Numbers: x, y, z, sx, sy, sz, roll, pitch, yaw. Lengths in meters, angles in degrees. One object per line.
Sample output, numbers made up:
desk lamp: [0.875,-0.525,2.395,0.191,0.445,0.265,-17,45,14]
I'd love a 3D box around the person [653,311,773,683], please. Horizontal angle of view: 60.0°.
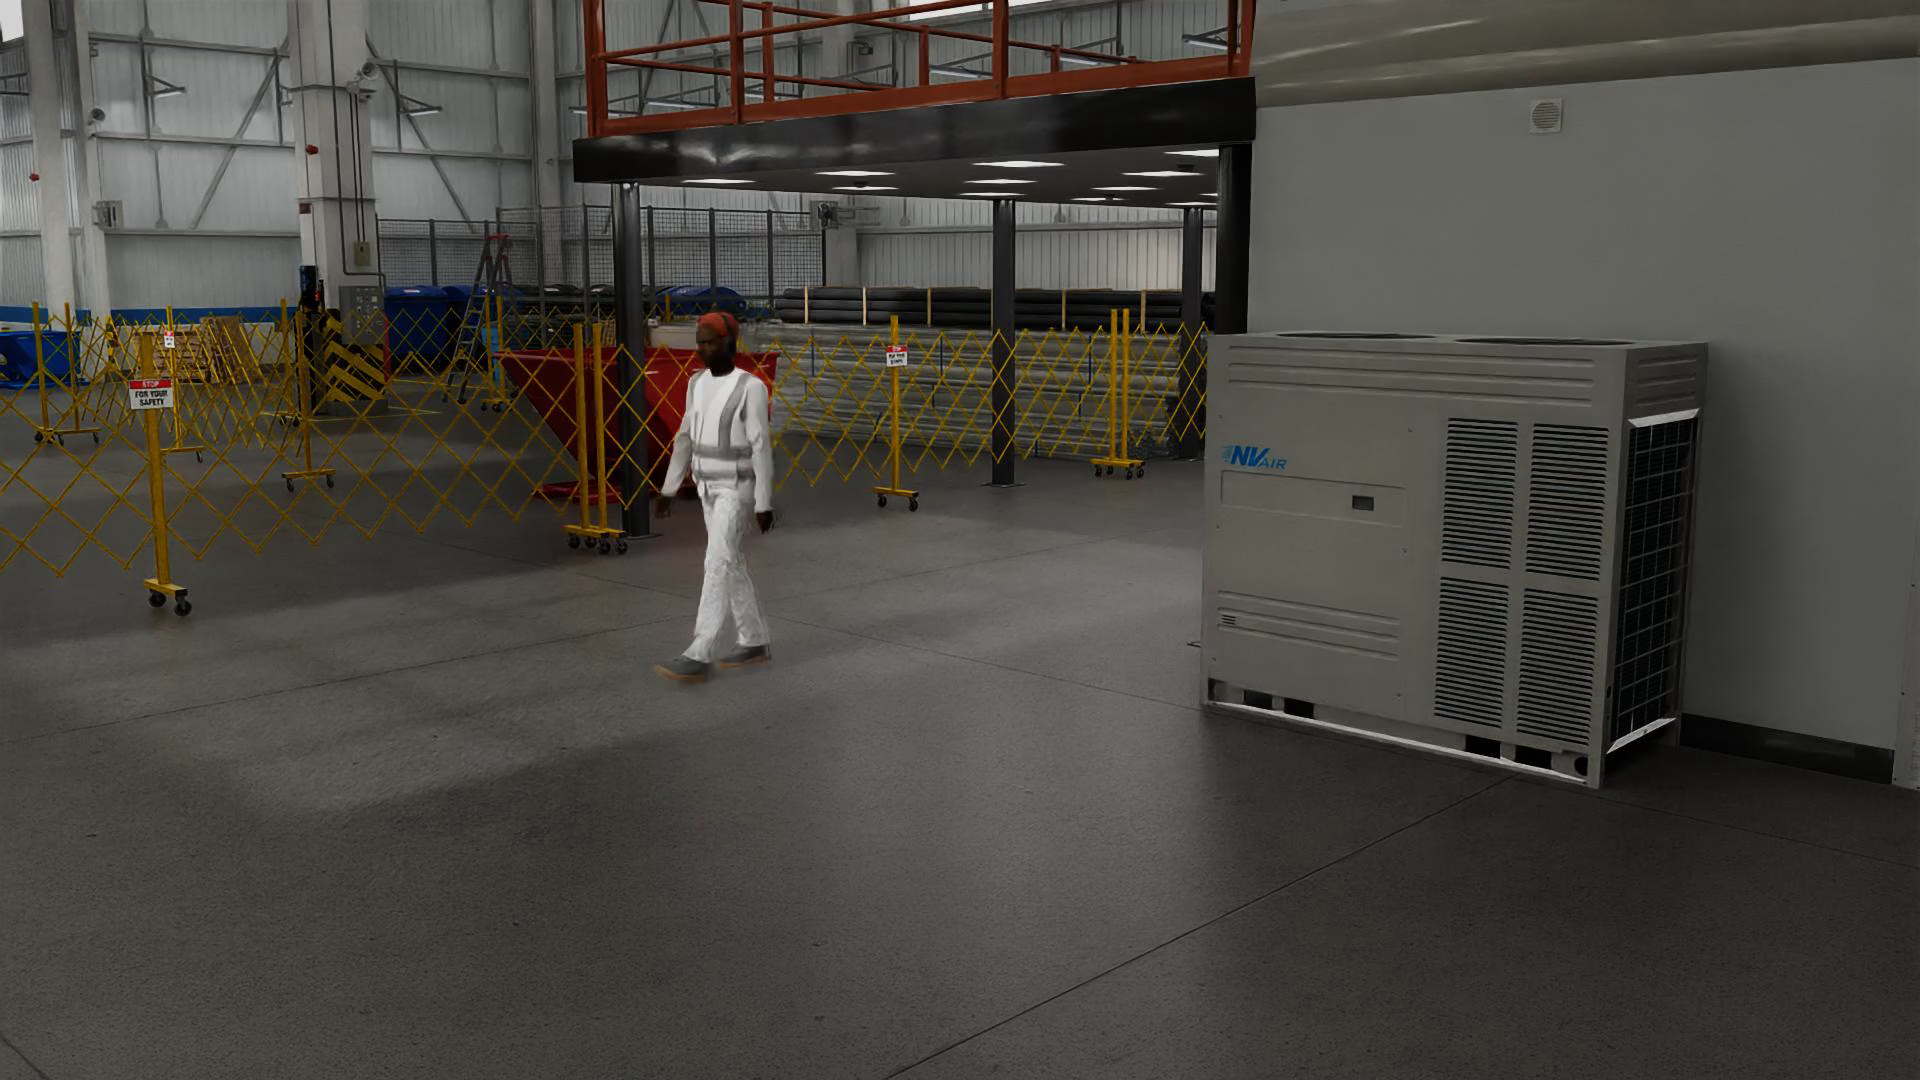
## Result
person: [-1.280,-0.221,8.431,0.779,1.849,0.594,-8,12,-39]
